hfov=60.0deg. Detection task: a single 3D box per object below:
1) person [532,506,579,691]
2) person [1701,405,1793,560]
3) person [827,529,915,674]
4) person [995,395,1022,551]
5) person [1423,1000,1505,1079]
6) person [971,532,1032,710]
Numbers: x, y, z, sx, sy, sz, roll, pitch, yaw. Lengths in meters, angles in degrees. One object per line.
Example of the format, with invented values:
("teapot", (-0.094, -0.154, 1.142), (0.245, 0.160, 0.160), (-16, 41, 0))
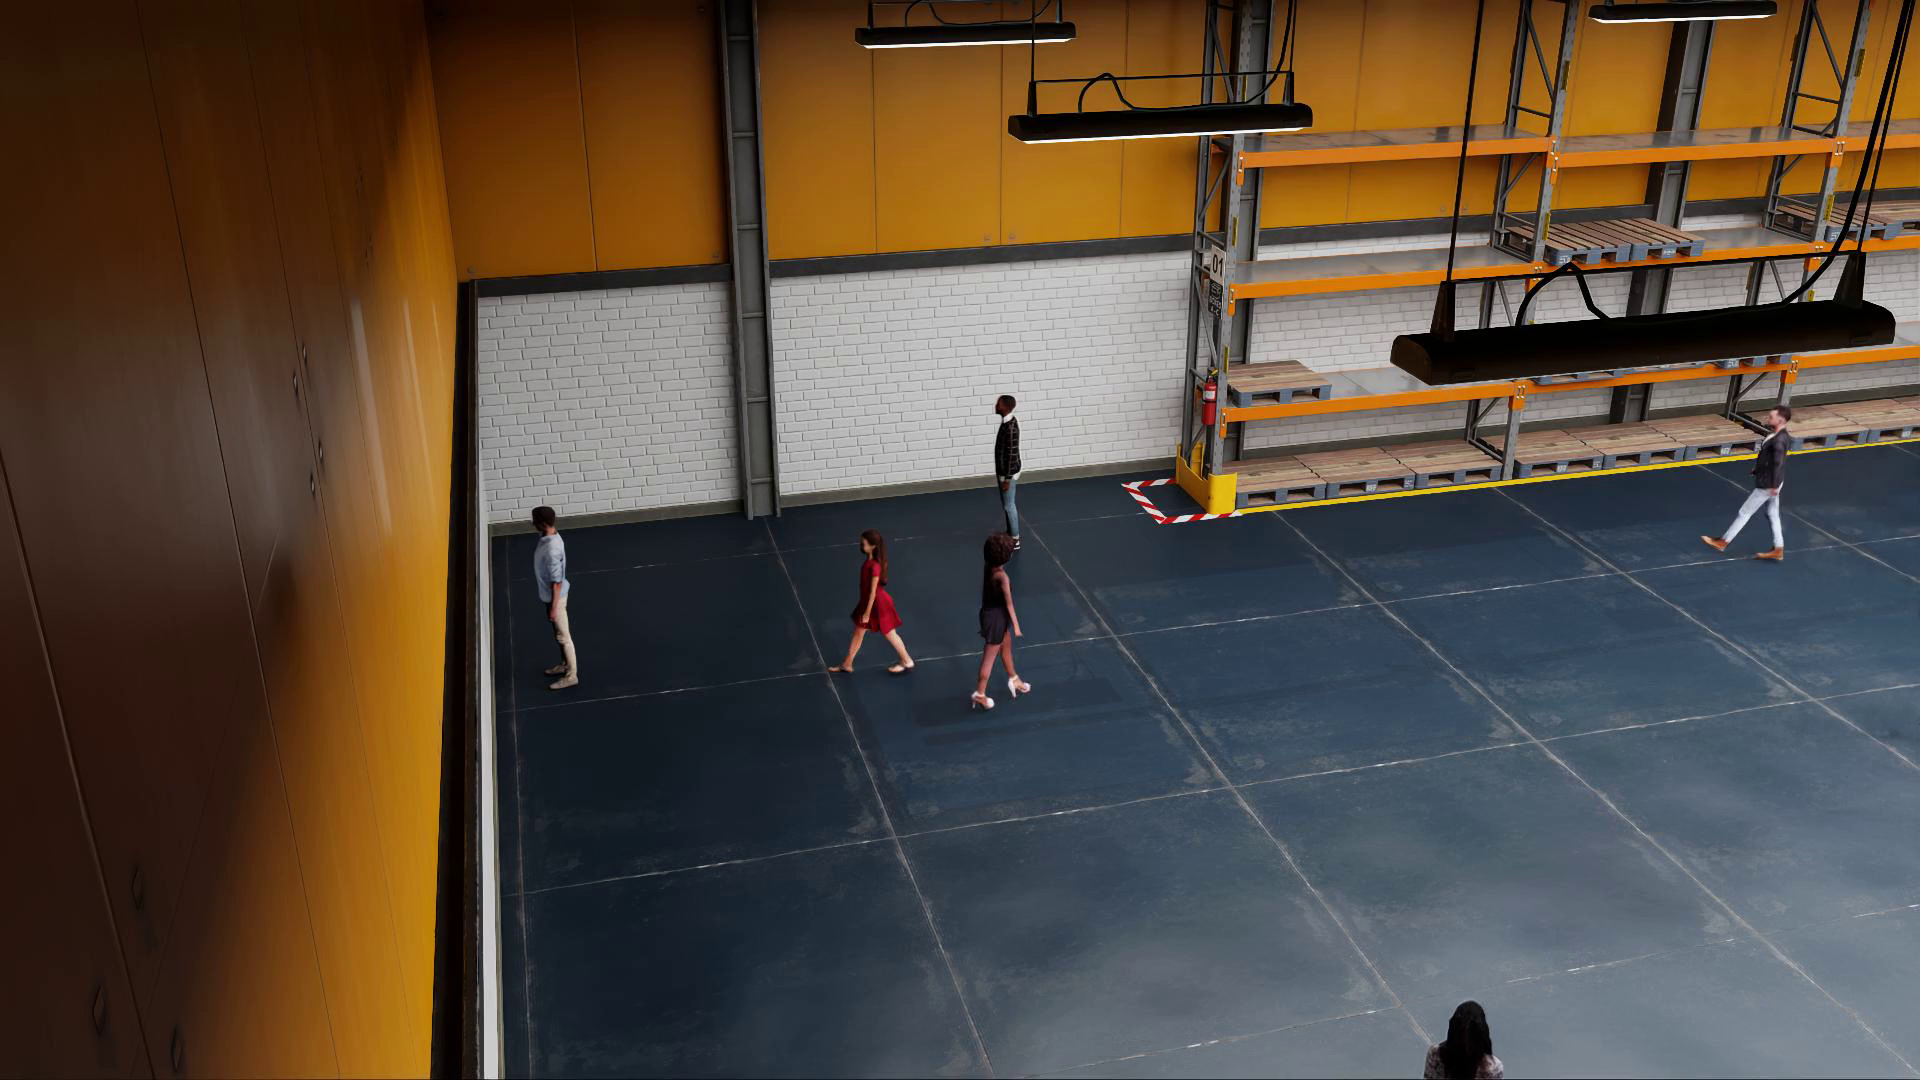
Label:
("person", (-3.855, 0.524, 15.852), (0.546, 1.846, 0.647), (-7, 25, -15))
("person", (9.078, -0.601, 18.480), (1.160, 1.804, 1.115), (14, 27, 29))
("person", (-0.740, 0.633, 16.031), (1.062, 1.503, 0.552), (-7, 24, -15))
("person", (0.550, -0.779, 18.867), (0.621, 1.820, 0.719), (-1, 24, -2))
("person", (2.828, 3.363, 9.496), (0.660, 1.735, 0.744), (10, 26, 22))
("person", (0.244, 0.787, 15.350), (0.889, 1.768, 0.644), (-9, 25, -19))
